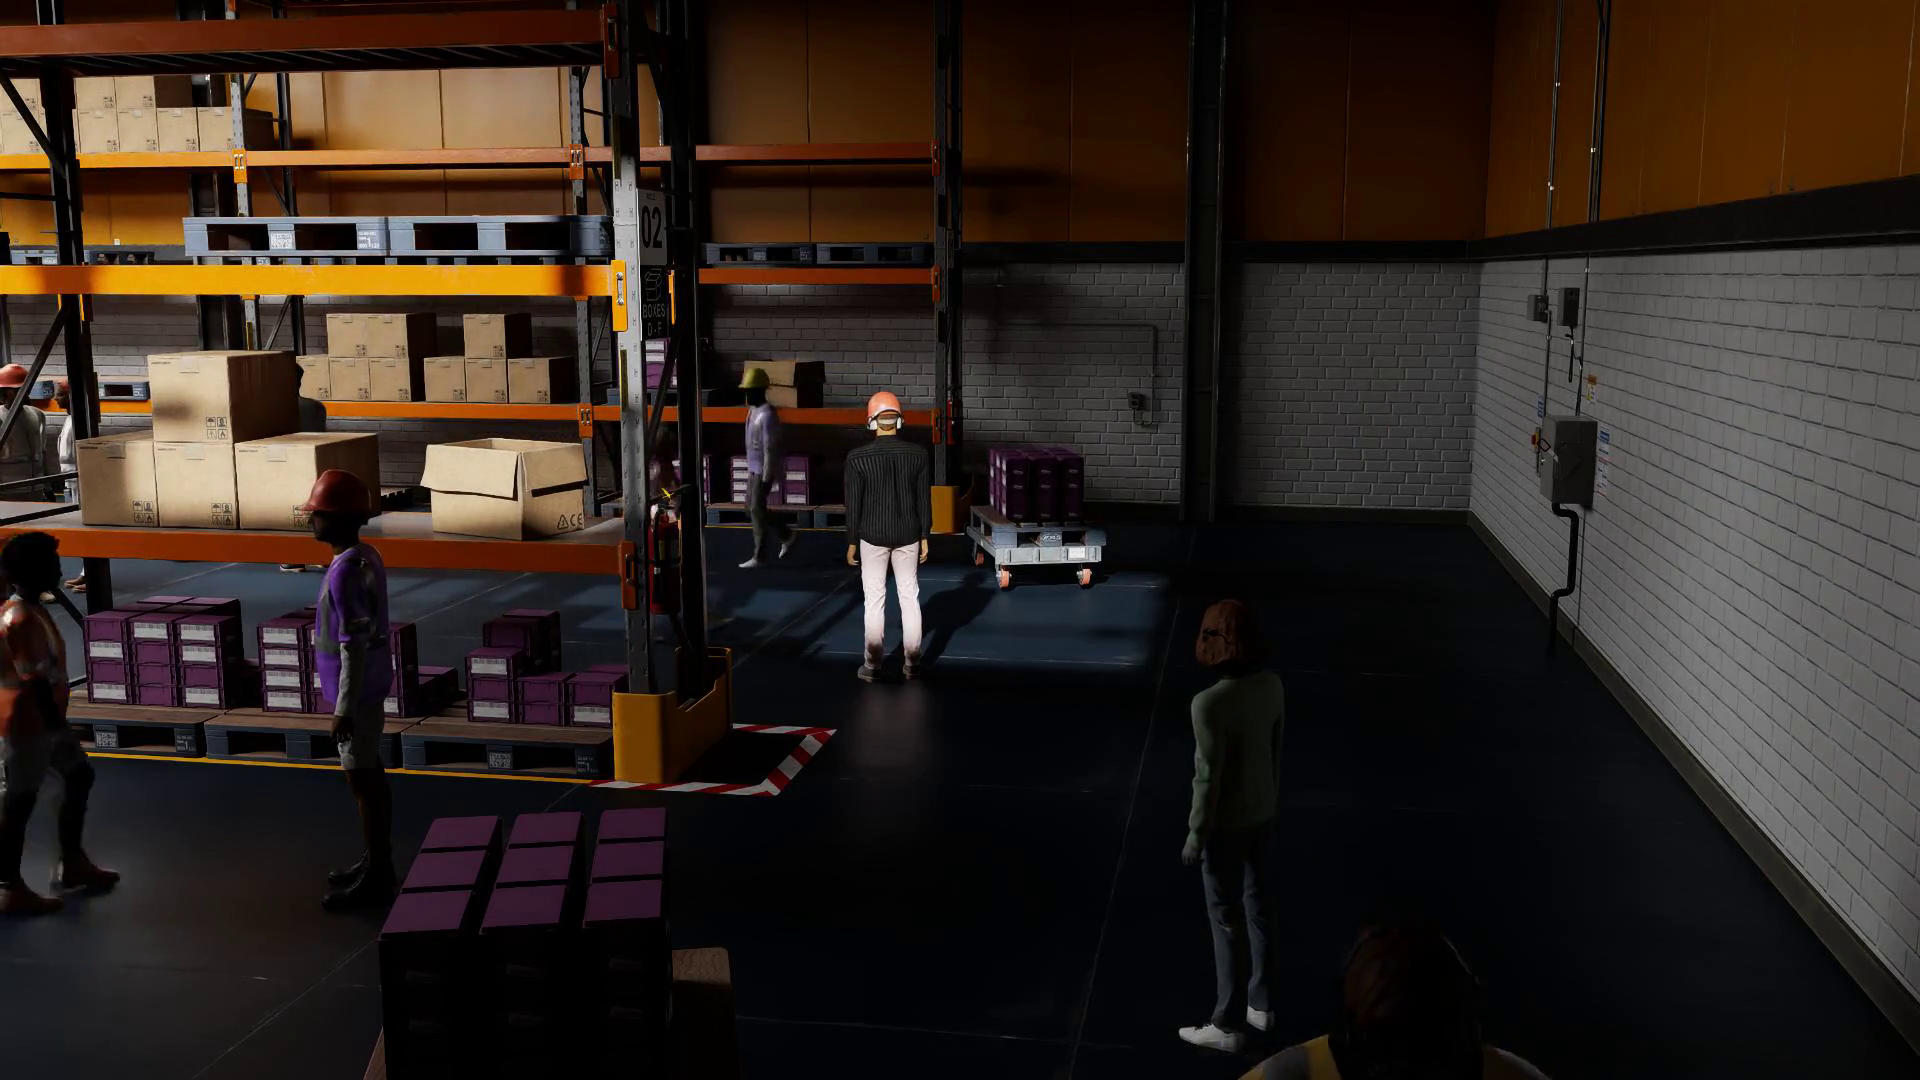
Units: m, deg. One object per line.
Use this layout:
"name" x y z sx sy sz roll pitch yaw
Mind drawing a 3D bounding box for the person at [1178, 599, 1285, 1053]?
"person" 0.981 1.023 5.994 0.280 1.632 0.501 9 13 44

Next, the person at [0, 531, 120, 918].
"person" -3.966 0.801 7.259 0.608 1.677 0.550 -4 10 -22

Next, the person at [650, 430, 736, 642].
"person" -2.118 -0.019 12.550 0.804 1.604 0.530 0 9 -1

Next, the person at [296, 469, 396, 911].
"person" -2.687 0.653 7.338 0.354 1.942 0.545 -2 9 -13

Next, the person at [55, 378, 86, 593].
"person" -7.682 -0.479 14.544 0.357 1.883 0.573 -7 11 -36

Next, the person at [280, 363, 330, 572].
"person" -6.186 -0.682 15.545 0.364 1.964 0.612 6 11 33

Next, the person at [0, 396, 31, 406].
"person" -8.466 -0.530 14.992 0.625 1.844 0.429 8 12 41

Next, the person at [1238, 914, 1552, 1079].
"person" 0.707 1.477 2.753 0.650 1.782 0.945 1 9 5

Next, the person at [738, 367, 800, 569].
"person" -1.833 -0.680 15.715 0.541 1.907 0.604 -3 10 -20

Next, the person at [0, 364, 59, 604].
"person" -7.785 -0.441 13.814 0.391 2.040 0.615 3 10 19

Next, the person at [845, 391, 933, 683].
"person" -0.489 -0.017 11.347 0.608 1.990 0.385 -3 10 -17
